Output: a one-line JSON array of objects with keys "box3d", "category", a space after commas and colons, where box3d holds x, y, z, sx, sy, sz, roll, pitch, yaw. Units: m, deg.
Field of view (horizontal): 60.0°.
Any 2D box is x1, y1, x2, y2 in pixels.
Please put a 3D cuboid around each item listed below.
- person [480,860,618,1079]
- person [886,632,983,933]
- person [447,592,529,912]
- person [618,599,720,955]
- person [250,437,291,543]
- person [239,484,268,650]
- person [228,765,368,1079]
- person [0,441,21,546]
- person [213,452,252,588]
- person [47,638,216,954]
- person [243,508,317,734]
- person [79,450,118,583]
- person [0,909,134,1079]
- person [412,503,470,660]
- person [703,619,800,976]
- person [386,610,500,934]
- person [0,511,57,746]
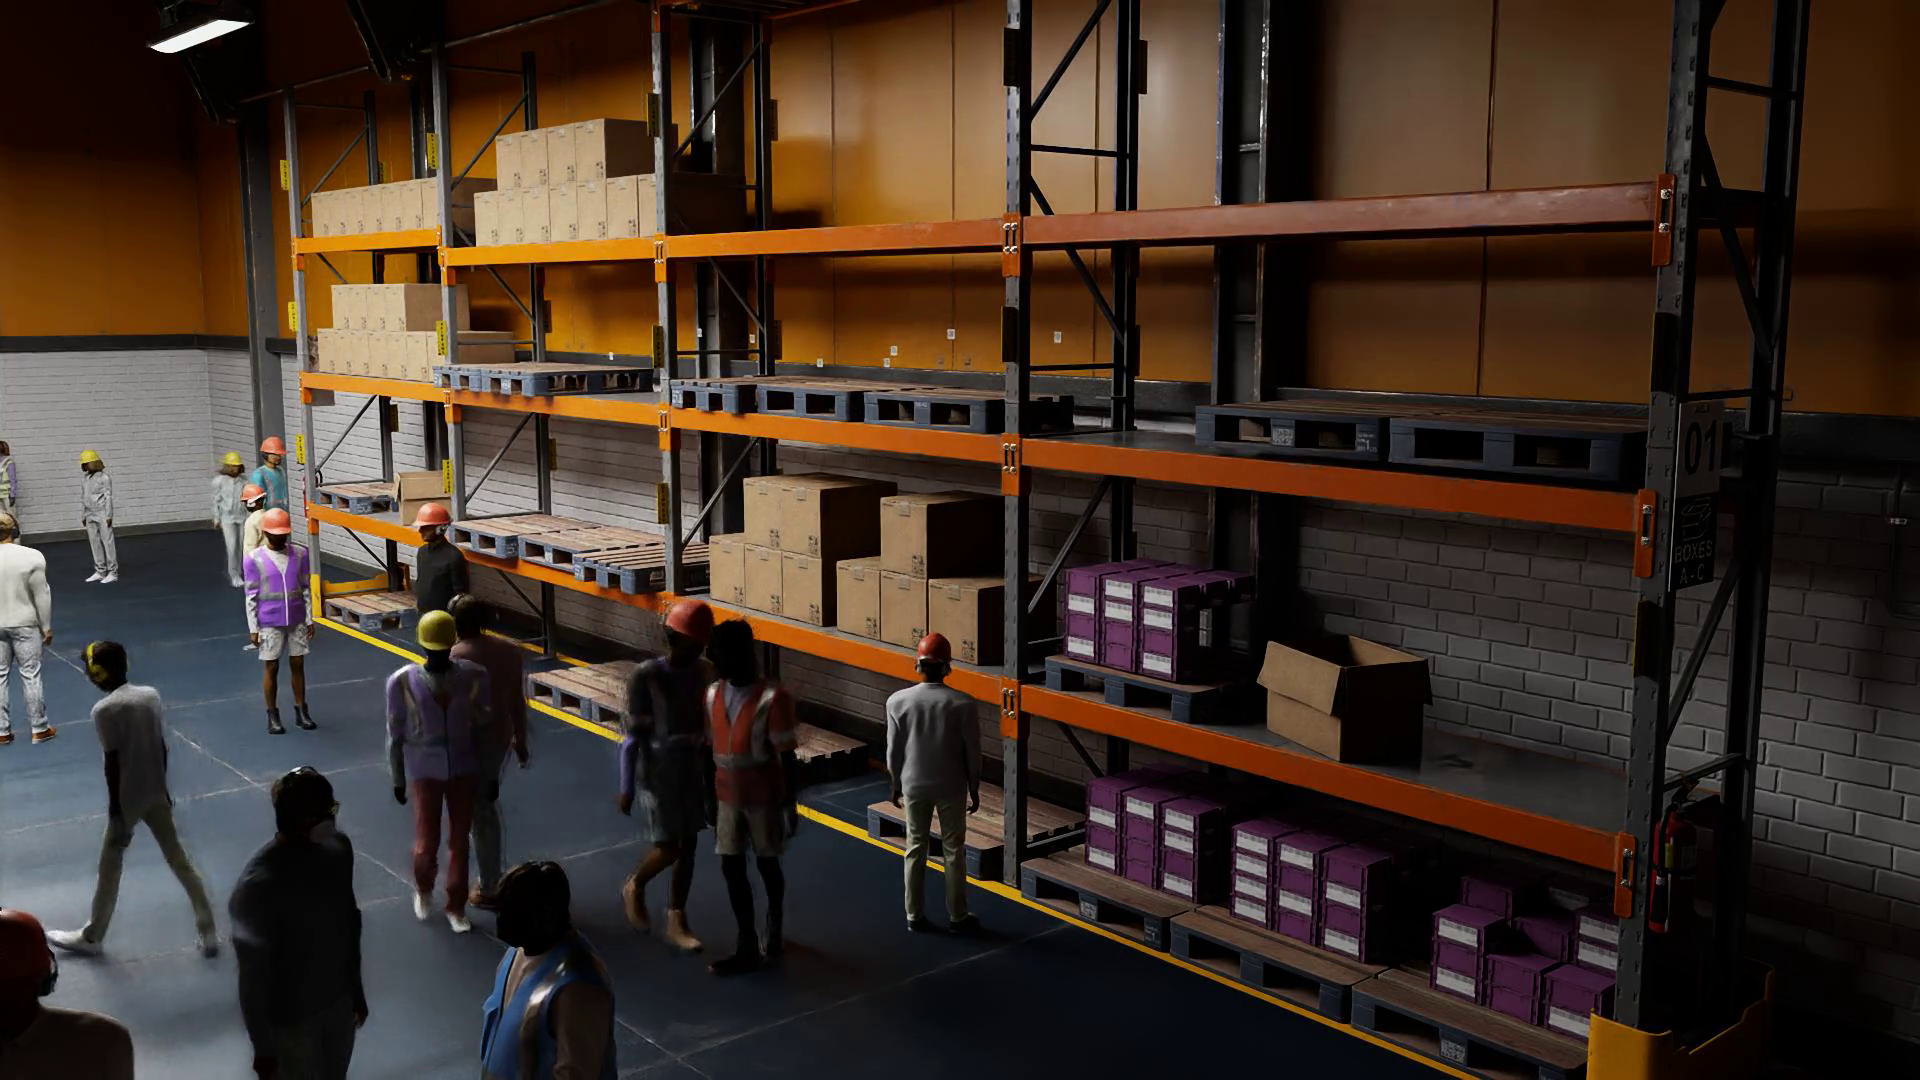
[{"box3d": [-1.363, 1.950, 5.530, 0.431, 1.836, 0.618, -5, 10, -33], "category": "person"}, {"box3d": [-0.140, 1.399, 9.615, 0.560, 1.751, 0.327, 2, 8, 10], "category": "person"}, {"box3d": [-2.929, 1.261, 9.952, 0.571, 1.924, 0.642, 6, 10, 35], "category": "person"}, {"box3d": [-1.616, 1.317, 9.319, 0.548, 2.006, 0.668, 8, 11, 43], "category": "person"}, {"box3d": [-8.165, -0.215, 19.838, 0.392, 2.040, 0.611, 1, 8, 6], "category": "person"}, {"box3d": [-7.364, 0.277, 17.464, 0.348, 1.740, 0.574, 0, 8, 1], "category": "person"}, {"box3d": [-2.485, 1.790, 6.318, 0.374, 1.930, 0.628, 2, 8, 11], "category": "person"}, {"box3d": [-13.834, -0.625, 24.076, 0.513, 1.641, 0.309, 4, 9, 28], "category": "person"}, {"box3d": [-9.195, -0.256, 21.186, 0.621, 1.719, 0.513, 7, 11, 41], "category": "person"}, {"box3d": [-4.612, 1.433, 9.225, 0.796, 1.832, 0.644, 2, 8, 14], "category": "person"}, {"box3d": [-5.725, 0.679, 14.042, 0.550, 1.925, 0.393, -7, 11, -42], "category": "person"}, {"box3d": [-11.199, -0.308, 21.558, 0.489, 1.731, 0.325, 3, 9, 20], "category": "person"}, {"box3d": [-2.635, 1.991, 4.712, 0.615, 1.984, 0.408, -3, 9, -22], "category": "person"}, {"box3d": [-4.304, 0.681, 13.771, 0.613, 1.995, 0.391, 7, 11, 39], "category": "person"}, {"box3d": [-1.118, 1.394, 9.107, 0.712, 1.924, 0.645, 4, 9, 27], "category": "person"}, {"box3d": [-2.969, 1.328, 9.583, 0.580, 1.905, 0.446, -5, 9, -30], "category": "person"}, {"box3d": [-7.787, 0.726, 13.651, 0.627, 1.941, 0.373, -2, 8, -13], "category": "person"}]
